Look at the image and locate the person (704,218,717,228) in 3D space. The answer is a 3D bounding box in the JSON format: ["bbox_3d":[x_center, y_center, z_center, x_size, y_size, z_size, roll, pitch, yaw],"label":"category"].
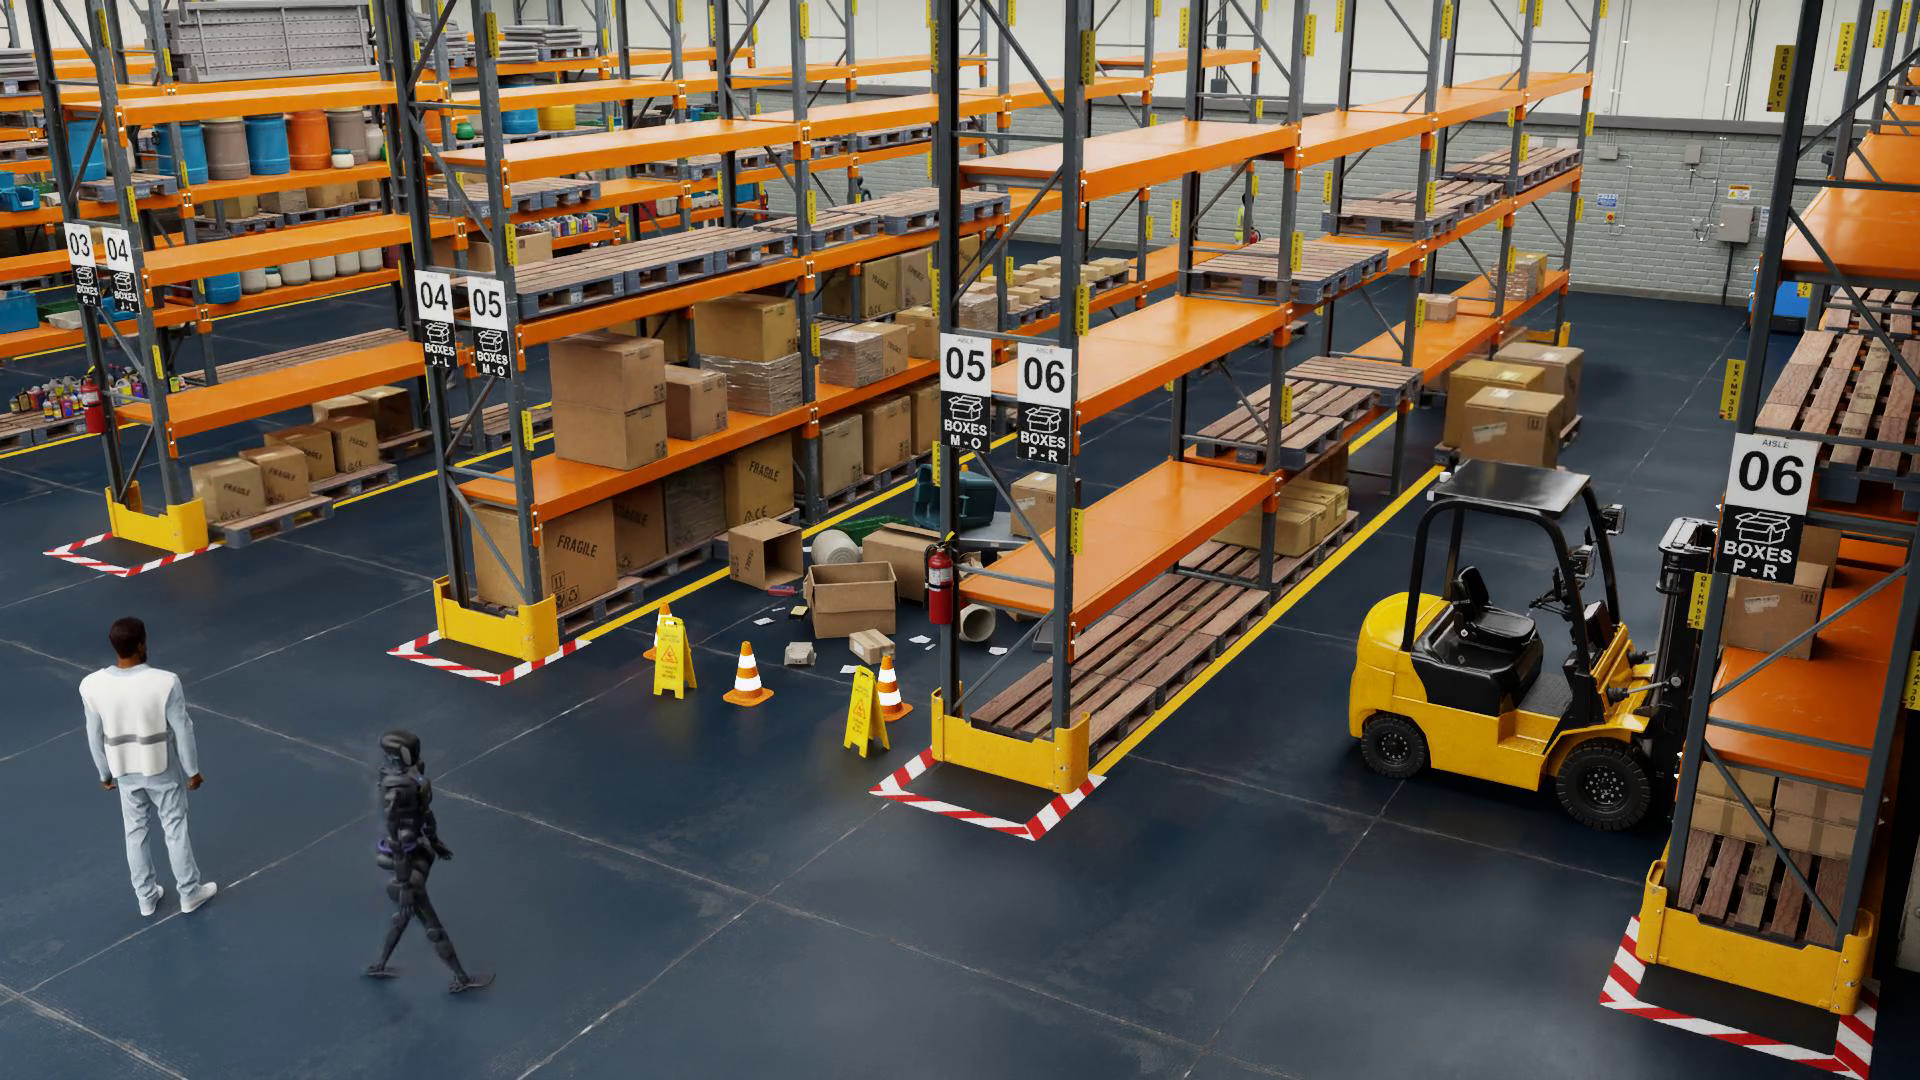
[{"bbox_3d":[-5.234,-7.064,34.869,0.490,1.688,0.345,-6,20,-18],"label":"person"}]

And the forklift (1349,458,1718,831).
[{"bbox_3d":[3.988,0.658,11.776,2.313,2.155,1.214,11,22,29],"label":"forklift"}]

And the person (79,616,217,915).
[{"bbox_3d":[-4.935,1.384,10.093,0.590,1.917,0.380,-1,19,-3],"label":"person"}]

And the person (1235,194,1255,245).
[{"bbox_3d":[5.191,-5.516,30.390,0.319,1.686,0.539,-2,19,-6],"label":"person"}]

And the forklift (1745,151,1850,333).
[{"bbox_3d":[13.620,-4.667,26.137,1.873,2.768,1.129,11,22,29],"label":"forklift"}]

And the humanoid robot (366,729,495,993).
[{"bbox_3d":[-3.075,1.792,9.369,0.794,1.630,0.596,0,19,-1],"label":"humanoid robot"}]

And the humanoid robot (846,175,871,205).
[{"bbox_3d":[-2.012,-6.397,32.963,0.588,1.648,0.359,-10,21,-26],"label":"humanoid robot"}]

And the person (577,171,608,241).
[{"bbox_3d":[-7.830,-7.219,35.194,0.892,1.759,0.503,11,22,30],"label":"person"}]

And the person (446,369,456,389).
[{"bbox_3d":[-7.183,-2.908,22.756,0.541,1.747,0.456,13,23,32],"label":"person"}]
